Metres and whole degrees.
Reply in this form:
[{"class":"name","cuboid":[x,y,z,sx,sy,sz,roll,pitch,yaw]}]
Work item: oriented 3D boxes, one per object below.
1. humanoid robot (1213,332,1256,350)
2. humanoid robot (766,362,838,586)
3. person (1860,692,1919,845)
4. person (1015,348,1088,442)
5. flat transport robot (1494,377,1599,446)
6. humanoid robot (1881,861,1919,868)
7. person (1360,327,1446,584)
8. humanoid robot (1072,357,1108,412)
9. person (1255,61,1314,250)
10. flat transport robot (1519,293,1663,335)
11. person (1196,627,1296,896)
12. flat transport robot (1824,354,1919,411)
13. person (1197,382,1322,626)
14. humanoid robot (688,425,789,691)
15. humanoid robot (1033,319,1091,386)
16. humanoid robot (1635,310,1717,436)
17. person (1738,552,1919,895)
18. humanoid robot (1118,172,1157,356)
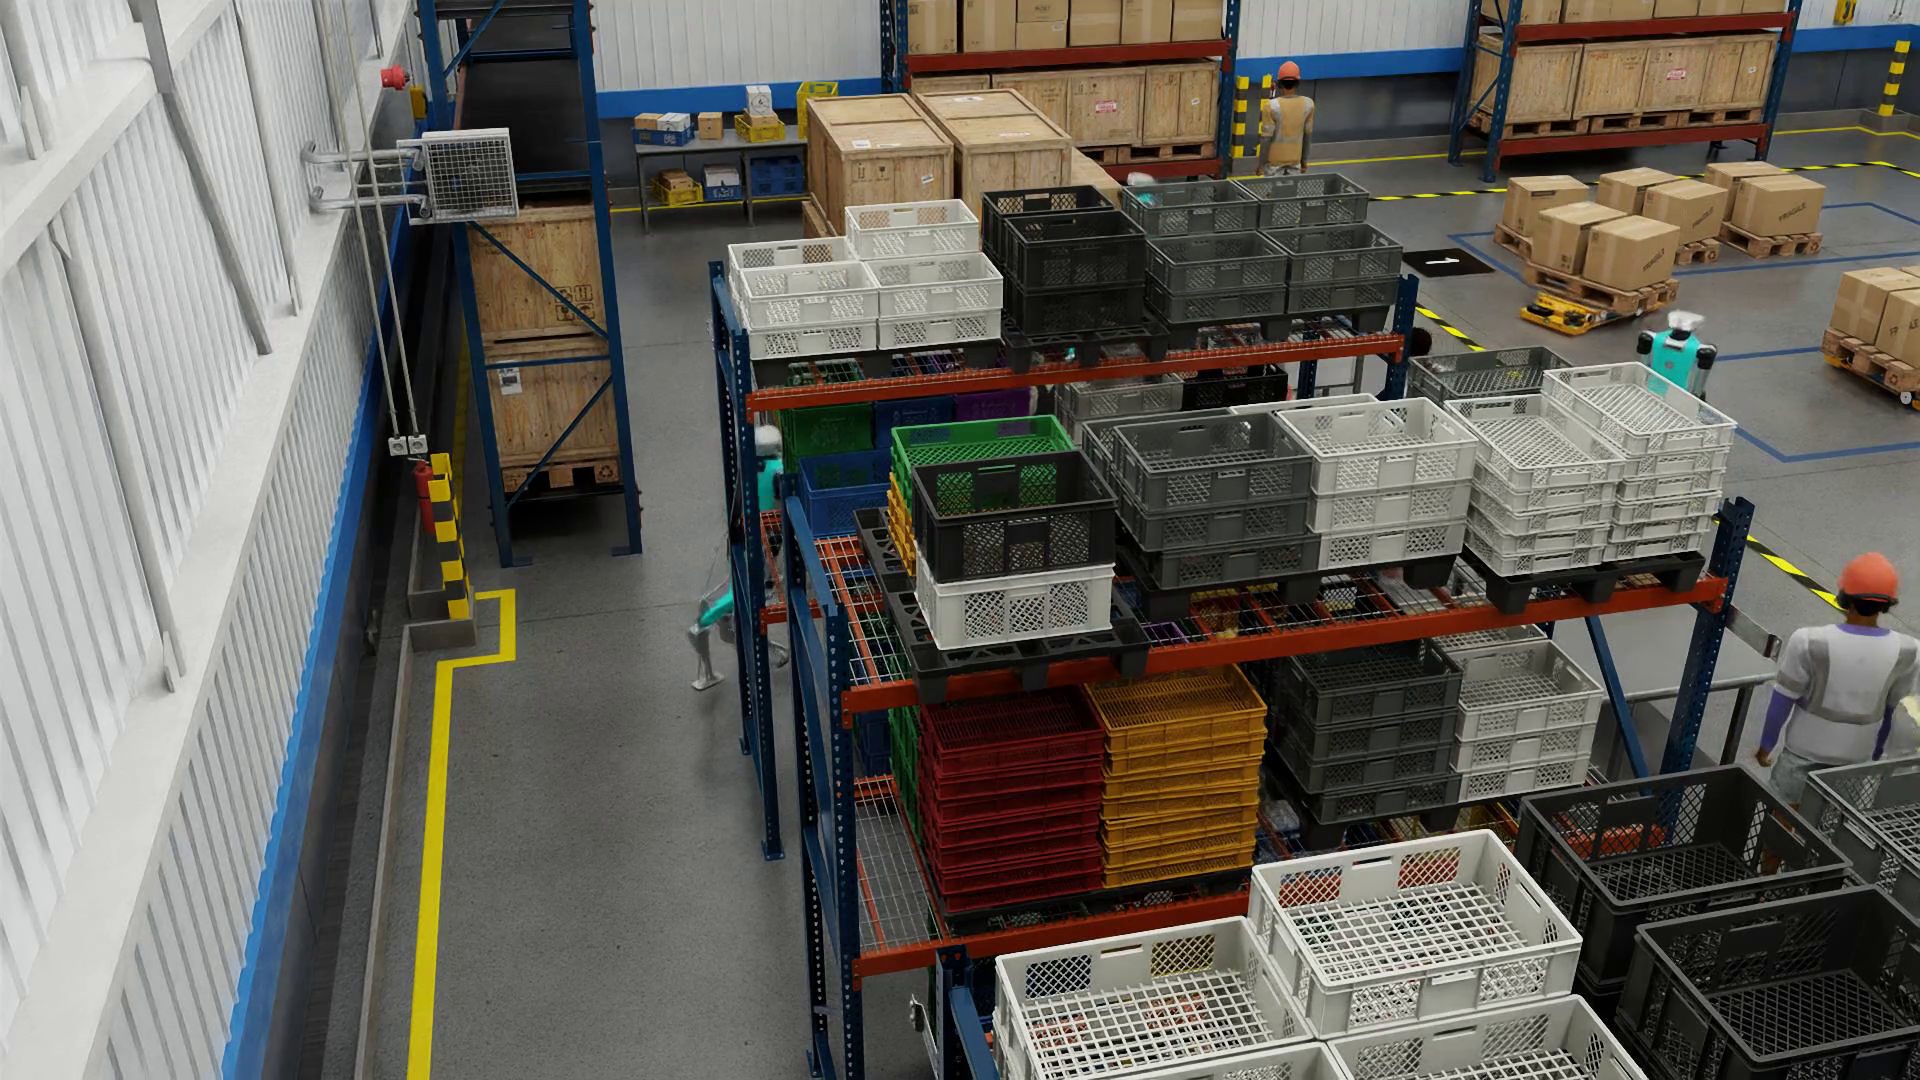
[{"class":"humanoid robot","cuboid":[2.441,-2.052,14.482,0.767,1.630,0.590,-7,29,-13]},{"class":"humanoid robot","cuboid":[-0.858,-0.440,11.318,0.999,1.730,0.534,-18,33,-31]},{"class":"person","cuboid":[4.666,1.296,7.958,0.665,1.798,0.848,0,28,-1]},{"class":"person","cuboid":[0.623,-0.618,11.542,0.508,1.836,0.351,3,28,6]},{"class":"flat transport robot","cuboid":[4.780,-1.036,14.013,0.659,0.231,1.431,-6,28,-12]},{"class":"humanoid robot","cuboid":[3.507,2.066,6.554,0.536,1.728,1.044,8,29,15]},{"class":"person","cuboid":[3.029,-0.557,11.351,0.462,1.900,0.610,20,34,33]},{"class":"humanoid robot","cuboid":[0.823,-0.538,11.553,0.611,1.655,0.322,24,36,38]},{"class":"person","cuboid":[3.481,-4.129,17.982,0.611,2.039,0.386,-8,29,-15]},{"class":"flat transport robot","cuboid":[6.274,-2.354,16.483,1.431,0.197,0.652,-18,33,-31]},{"class":"person","cuboid":[1.399,1.149,8.318,0.833,1.706,0.484,-7,29,-13]},{"class":"flat transport robot","cuboid":[8.473,-1.467,14.800,0.652,0.197,1.431,-6,28,-12]},{"class":"person","cuboid":[1.893,-0.190,10.676,0.977,1.887,0.561,-1,28,-2]},{"class":"humanoid robot","cuboid":[-1.413,0.176,10.126,1.007,1.717,0.555,-15,31,-26]},{"class":"humanoid robot","cuboid":[0.902,-0.985,12.347,0.828,1.784,0.615,23,35,36]},{"class":"humanoid robot","cuboid":[5.168,-0.895,12.171,0.546,1.766,0.900,18,33,31]},{"class":"person","cuboid":[4.305,0.990,8.279,0.608,2.036,0.405,6,28,12]},{"class":"humanoid robot","cuboid":[1.890,-2.533,15.310,0.917,1.798,0.547,-12,30,-21]}]
